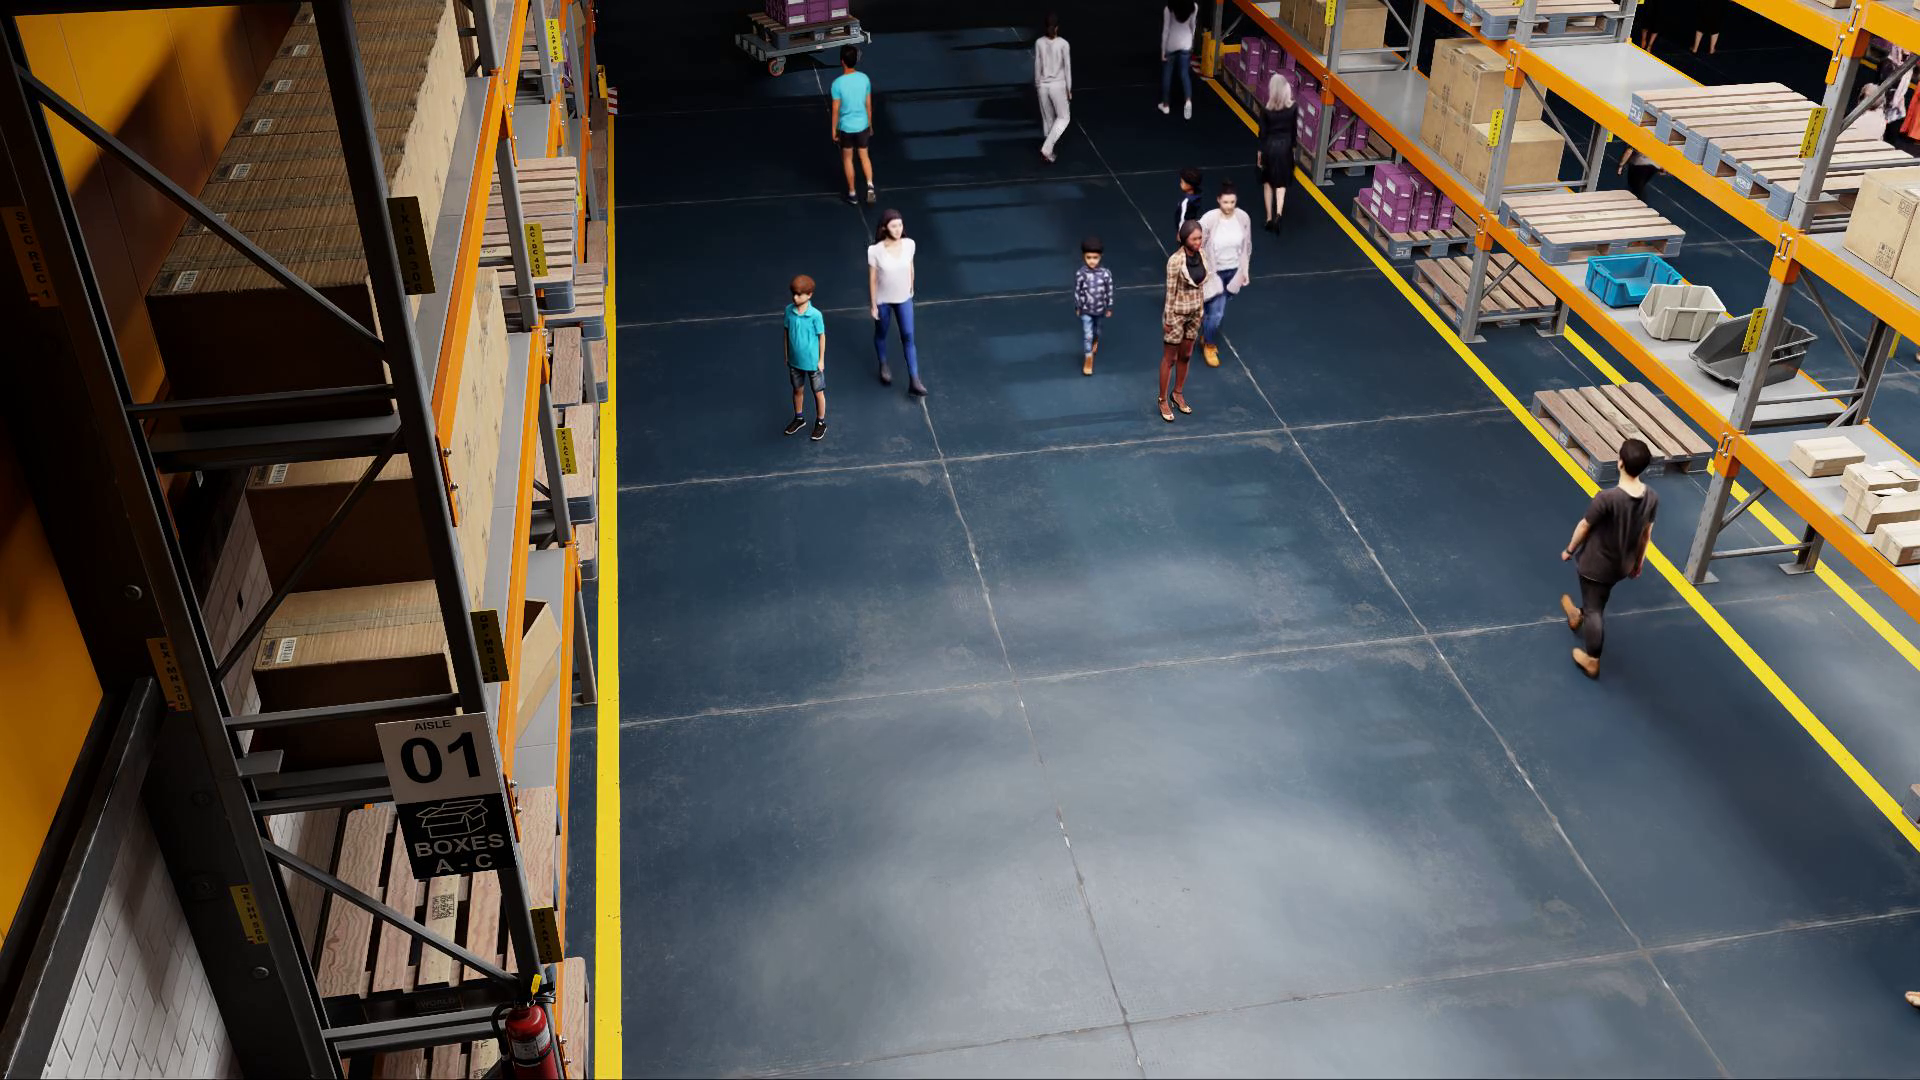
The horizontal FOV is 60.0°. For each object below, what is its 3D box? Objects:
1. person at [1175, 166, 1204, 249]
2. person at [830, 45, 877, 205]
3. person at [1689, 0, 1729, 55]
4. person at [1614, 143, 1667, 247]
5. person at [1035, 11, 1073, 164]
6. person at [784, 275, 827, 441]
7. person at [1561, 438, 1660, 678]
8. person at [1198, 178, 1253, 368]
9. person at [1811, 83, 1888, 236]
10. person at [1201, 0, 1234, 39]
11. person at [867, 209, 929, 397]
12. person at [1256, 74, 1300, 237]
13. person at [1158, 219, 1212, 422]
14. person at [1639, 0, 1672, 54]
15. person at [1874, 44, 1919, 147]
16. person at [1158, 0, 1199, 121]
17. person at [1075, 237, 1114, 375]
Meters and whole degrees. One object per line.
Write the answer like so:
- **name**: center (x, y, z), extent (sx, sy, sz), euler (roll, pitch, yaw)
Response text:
- **person**: center (2.248, -3.092, 16.398), extent (0.648, 1.221, 0.566), euler (16, 37, 22)
- **person**: center (-1.109, -4.413, 17.895), extent (0.767, 1.764, 0.944), euler (-14, 36, -21)
- **person**: center (10.250, -7.436, 22.569), extent (0.665, 1.624, 0.685), euler (8, 34, 12)
- **person**: center (7.082, -3.824, 17.068), extent (0.729, 1.698, 0.966), euler (-11, 35, -16)
- **person**: center (1.025, -5.097, 18.925), extent (0.836, 1.763, 0.917), euler (15, 37, 22)
- **person**: center (-1.284, -1.541, 13.859), extent (0.598, 1.448, 0.632), euler (14, 36, 20)
- **person**: center (4.355, 0.162, 11.085), extent (0.650, 1.684, 0.973), euler (-8, 34, -11)
- **person**: center (2.306, -2.469, 15.008), extent (0.743, 1.723, 0.804), euler (-12, 35, -17)
- **person**: center (8.889, -3.553, 16.521), extent (0.753, 1.853, 1.082), euler (-10, 35, -14)
- **person**: center (3.597, -7.967, 23.163), extent (0.740, 1.851, 0.803), euler (21, 39, 29)
- **person**: center (-0.639, -2.102, 14.518), extent (0.767, 1.654, 1.041), euler (-12, 36, -18)
- **person**: center (3.285, -3.916, 17.181), extent (0.696, 1.727, 0.949), euler (0, 34, -1)
- **person**: center (1.873, -1.863, 14.032), extent (0.658, 1.794, 0.670), euler (-21, 39, -28)
- **person**: center (9.407, -7.405, 22.319), extent (0.778, 1.850, 0.810), euler (13, 36, 19)
- **person**: center (10.411, -4.967, 18.865), extent (0.689, 1.613, 0.848), euler (-9, 35, -13)
- **person**: center (2.695, -5.967, 20.278), extent (0.634, 1.713, 0.994), euler (-8, 34, -12)
- **person**: center (1.197, -2.139, 14.952), extent (0.583, 1.235, 0.818), euler (0, 34, 0)
